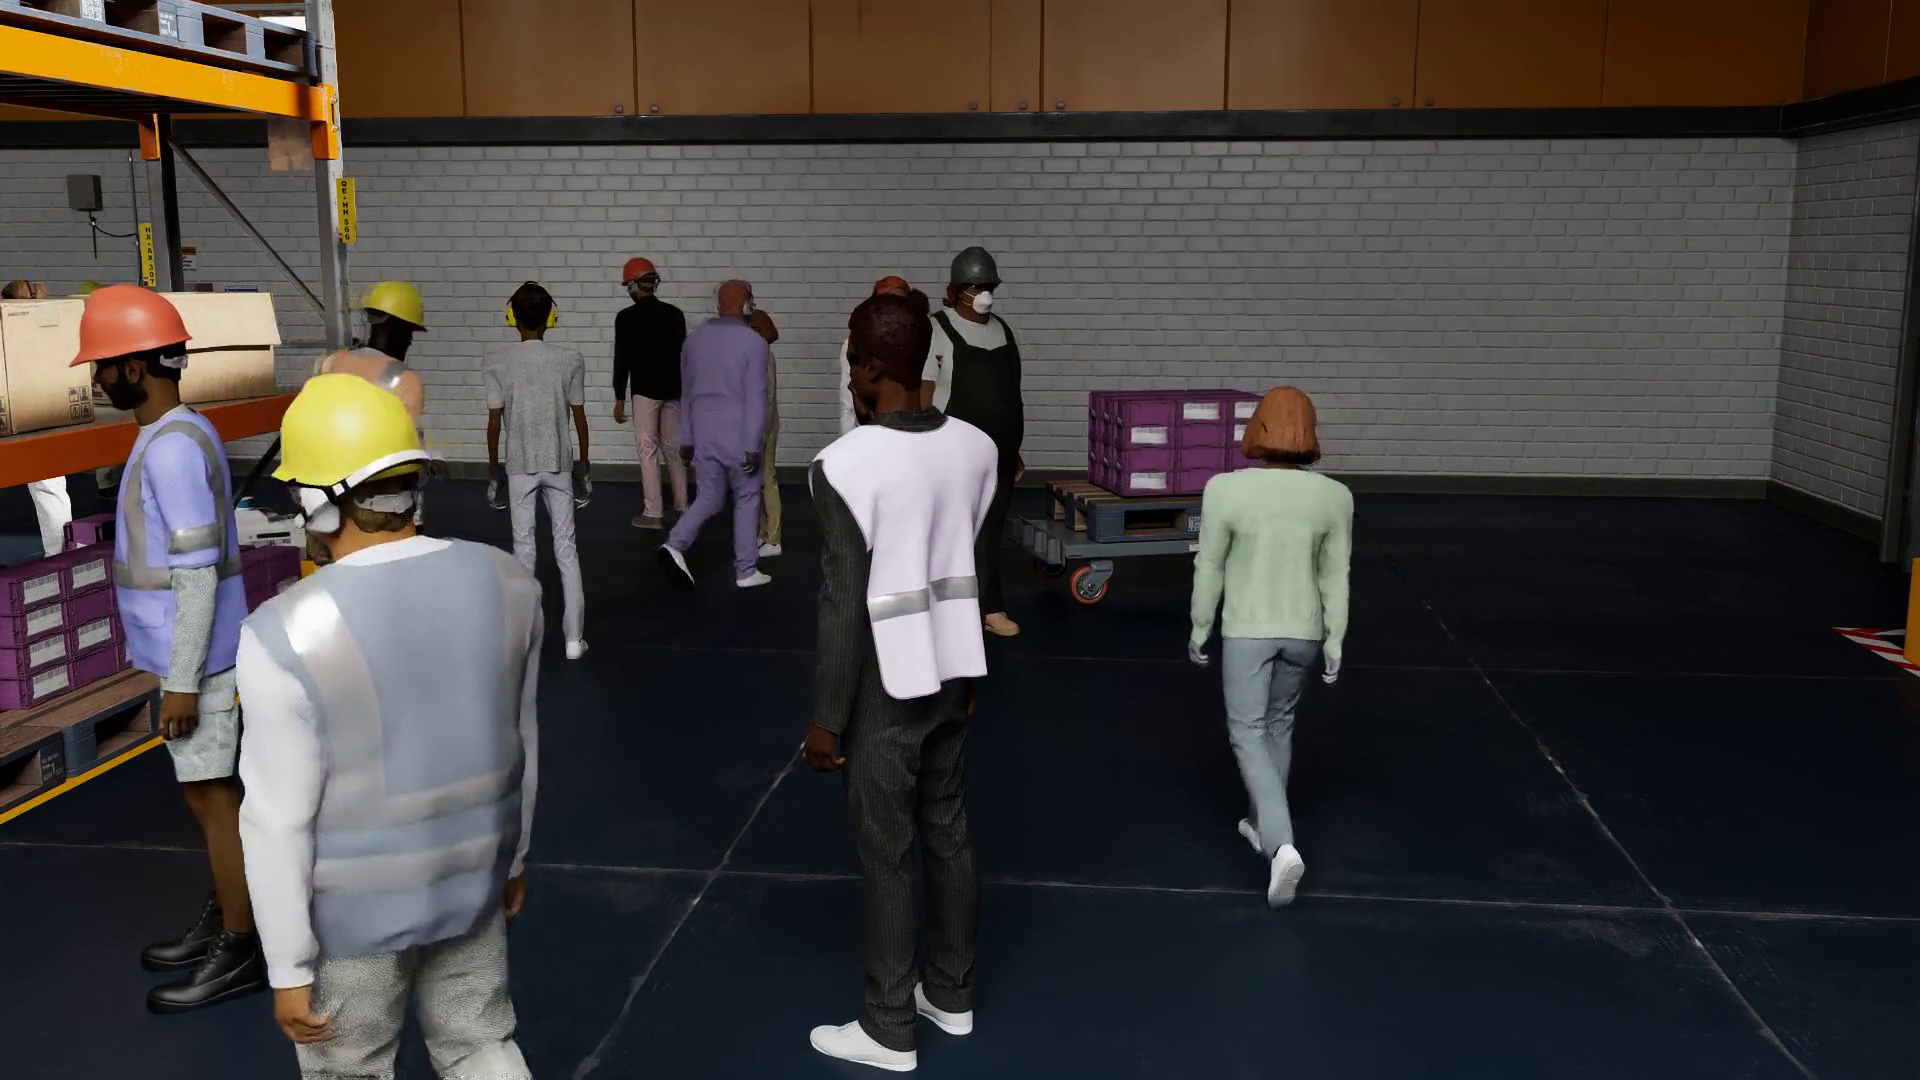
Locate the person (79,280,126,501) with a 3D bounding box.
[{"bbox_3d":[-6.884,-1.209,13.484,0.410,1.781,0.747,1,10,8],"label":"person"}]

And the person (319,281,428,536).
[{"bbox_3d":[-2.592,-0.169,7.225,0.659,1.882,0.648,6,12,31],"label":"person"}]

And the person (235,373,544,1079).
[{"bbox_3d":[-0.948,0.616,2.914,0.675,1.813,0.600,8,13,39],"label":"person"}]

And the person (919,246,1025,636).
[{"bbox_3d":[0.086,-0.484,8.581,0.672,2.000,0.536,-7,12,-35],"label":"person"}]

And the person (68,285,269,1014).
[{"bbox_3d":[-2.097,0.295,4.438,0.384,1.930,0.547,-5,11,-24],"label":"person"}]

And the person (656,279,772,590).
[{"bbox_3d":[-1.443,-0.592,9.752,0.655,1.866,0.796,6,11,30],"label":"person"}]

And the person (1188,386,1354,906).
[{"bbox_3d":[1.011,0.313,5.291,0.497,1.597,0.786,-2,10,-9],"label":"person"}]

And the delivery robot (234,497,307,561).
[{"bbox_3d":[-4.228,-0.013,9.870,0.707,0.478,0.477,-6,11,-30],"label":"delivery robot"}]

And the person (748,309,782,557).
[{"bbox_3d":[-1.331,-0.703,11.005,0.280,1.633,0.503,-3,10,-15],"label":"person"}]

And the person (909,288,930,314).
[{"bbox_3d":[-0.354,-0.523,9.486,0.664,1.812,0.677,2,10,12],"label":"person"}]

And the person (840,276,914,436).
[{"bbox_3d":[-0.368,-0.463,8.917,0.575,1.882,0.359,-5,11,-27],"label":"person"}]

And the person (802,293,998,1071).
[{"bbox_3d":[-0.138,0.358,4.120,0.392,1.917,0.591,8,13,38],"label":"person"}]

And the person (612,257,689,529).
[{"bbox_3d":[-2.268,-1.072,12.173,0.481,1.968,0.657,8,13,38],"label":"person"}]

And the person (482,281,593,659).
[{"bbox_3d":[-2.066,-0.325,8.165,0.513,1.872,0.328,-4,11,-21],"label":"person"}]

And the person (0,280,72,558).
[{"bbox_3d":[-5.522,-0.622,9.942,0.429,1.846,0.625,-5,11,-25],"label":"person"}]
